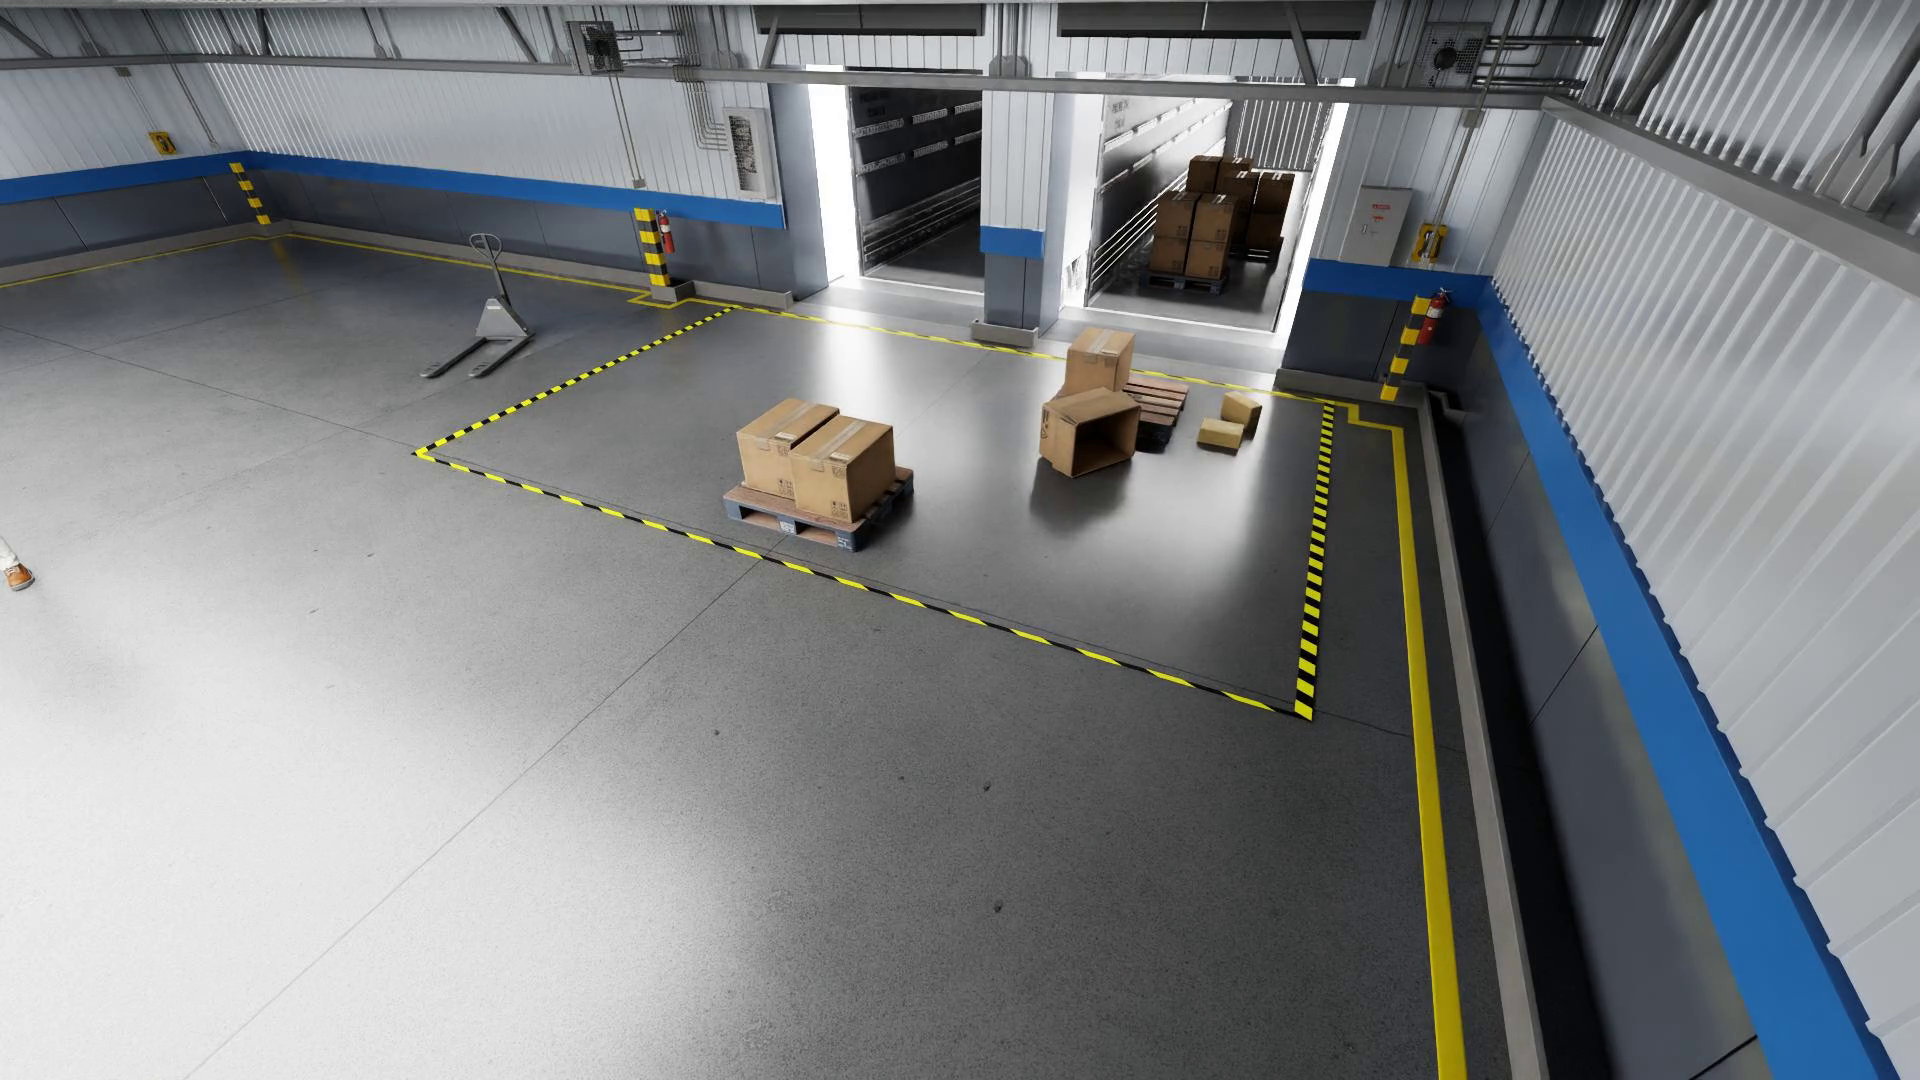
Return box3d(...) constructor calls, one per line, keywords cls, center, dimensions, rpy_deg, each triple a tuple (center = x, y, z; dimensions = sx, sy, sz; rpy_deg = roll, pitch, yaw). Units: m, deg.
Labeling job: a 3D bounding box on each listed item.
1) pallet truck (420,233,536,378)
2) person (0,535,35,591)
box3d(cls="pallet truck", center=(-5.664, -2.712, 8.427), dimensions=(0.680, 1.201, 1.601), rpy_deg=(0, 35, -1))
box3d(cls="person", center=(-6.811, -0.446, 4.634), dimensions=(0.604, 1.948, 0.401), rpy_deg=(-26, 43, -31))
